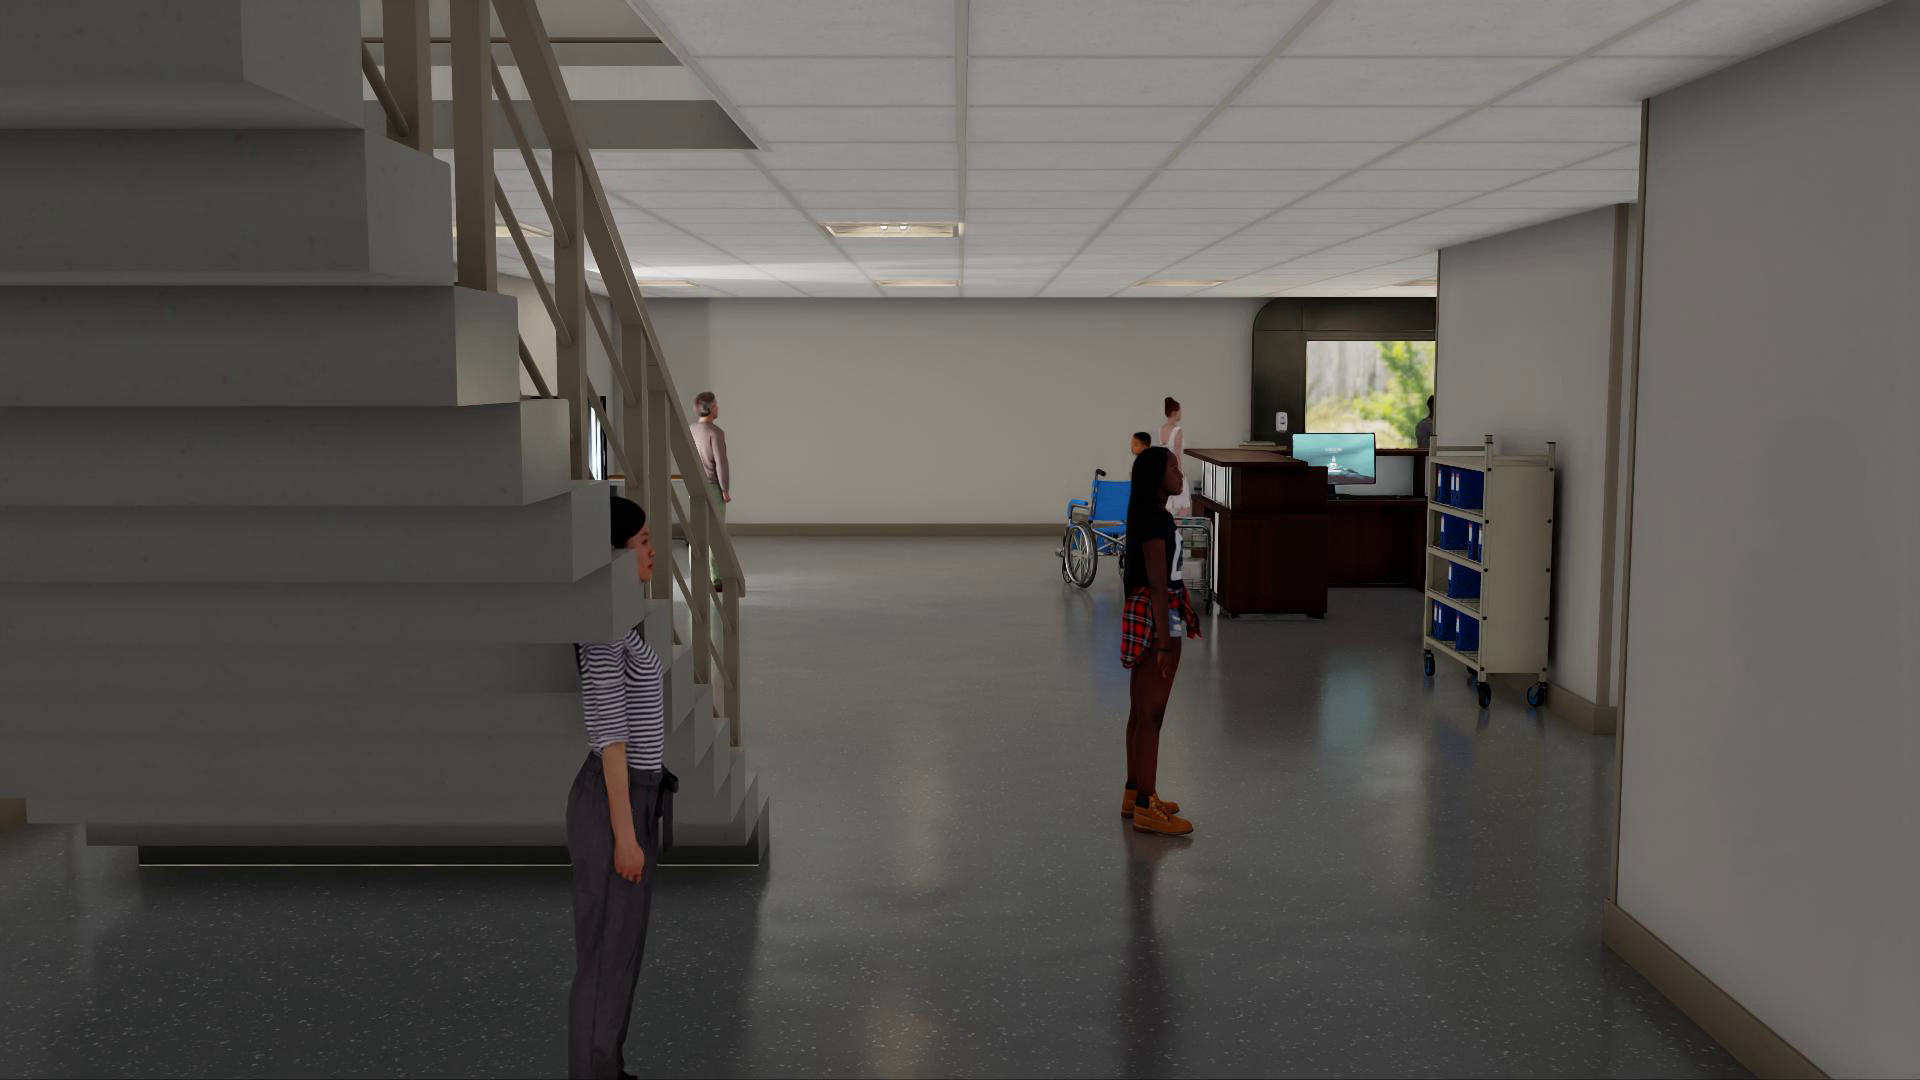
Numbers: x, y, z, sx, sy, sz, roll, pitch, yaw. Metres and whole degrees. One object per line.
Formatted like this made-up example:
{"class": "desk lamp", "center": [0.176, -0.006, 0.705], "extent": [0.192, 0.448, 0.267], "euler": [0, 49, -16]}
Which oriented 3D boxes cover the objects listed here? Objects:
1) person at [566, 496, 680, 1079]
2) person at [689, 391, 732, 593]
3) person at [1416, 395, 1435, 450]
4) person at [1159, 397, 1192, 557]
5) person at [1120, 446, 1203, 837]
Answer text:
{"class": "person", "center": [-0.944, 0.743, 4.470], "extent": [0.678, 1.732, 0.484], "euler": [-1, 6, -6]}
{"class": "person", "center": [-2.381, -0.461, 15.700], "extent": [0.771, 1.880, 0.820], "euler": [5, 8, 42]}
{"class": "person", "center": [4.918, -0.630, 17.842], "extent": [0.960, 1.786, 1.207], "euler": [-1, 6, -14]}
{"class": "person", "center": [2.176, -0.638, 17.945], "extent": [0.767, 1.783, 0.697], "euler": [-4, 7, -32]}
{"class": "person", "center": [0.873, 0.436, 7.538], "extent": [0.657, 1.728, 0.514], "euler": [0, 6, 0]}
